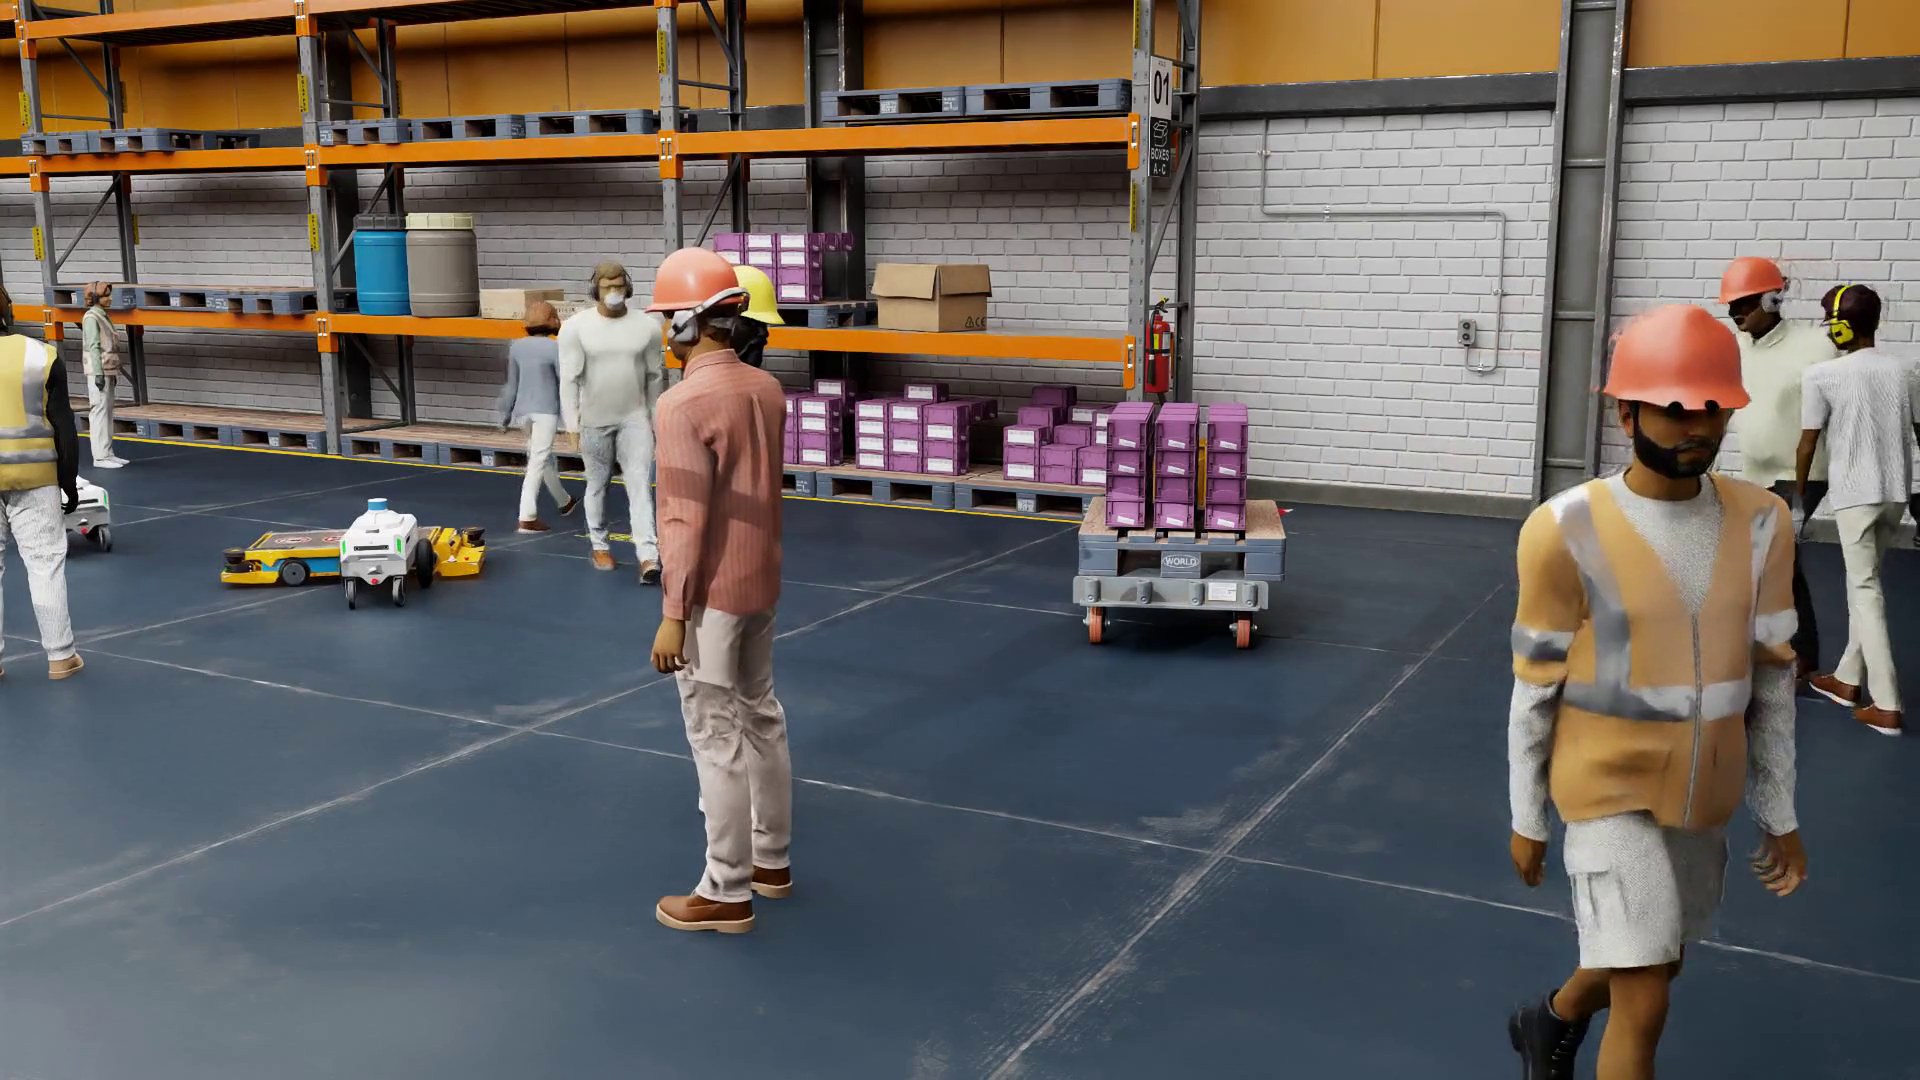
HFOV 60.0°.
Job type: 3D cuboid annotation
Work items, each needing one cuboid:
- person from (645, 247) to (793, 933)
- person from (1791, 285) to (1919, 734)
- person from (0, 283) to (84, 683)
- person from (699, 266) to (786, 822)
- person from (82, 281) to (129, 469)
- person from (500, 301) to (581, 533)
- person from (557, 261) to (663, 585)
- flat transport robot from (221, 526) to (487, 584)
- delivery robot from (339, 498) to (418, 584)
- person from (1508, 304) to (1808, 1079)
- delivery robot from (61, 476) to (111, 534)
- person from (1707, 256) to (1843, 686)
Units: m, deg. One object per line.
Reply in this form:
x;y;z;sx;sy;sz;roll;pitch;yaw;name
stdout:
-0.721;0.150;4.880;0.400;1.989;0.623;4;11;21;person
3.766;-0.149;6.985;0.547;1.820;0.790;-1;10;-3;person
-4.325;-0.259;7.531;0.625;1.846;0.429;-5;11;-24;person
-0.784;0.011;5.838;0.383;1.921;0.586;0;10;2;person
-7.531;-1.449;14.617;0.311;1.638;0.523;-3;11;-16;person
-2.903;-0.875;11.652;0.536;1.571;0.937;5;12;26;person
-2.031;-0.684;9.792;0.634;1.884;1.032;-4;11;-22;person
-3.611;0.079;9.996;1.431;0.197;0.652;-2;11;-11;flat transport robot
-3.255;0.011;9.333;0.477;0.478;0.707;-2;11;-11;delivery robot
1.347;0.471;3.368;0.545;1.907;0.914;-2;10;-9;person
-5.810;-0.256;10.794;0.707;0.478;0.477;10;14;44;delivery robot
3.596;-0.277;7.391;0.840;1.927;0.638;-5;11;-23;person
